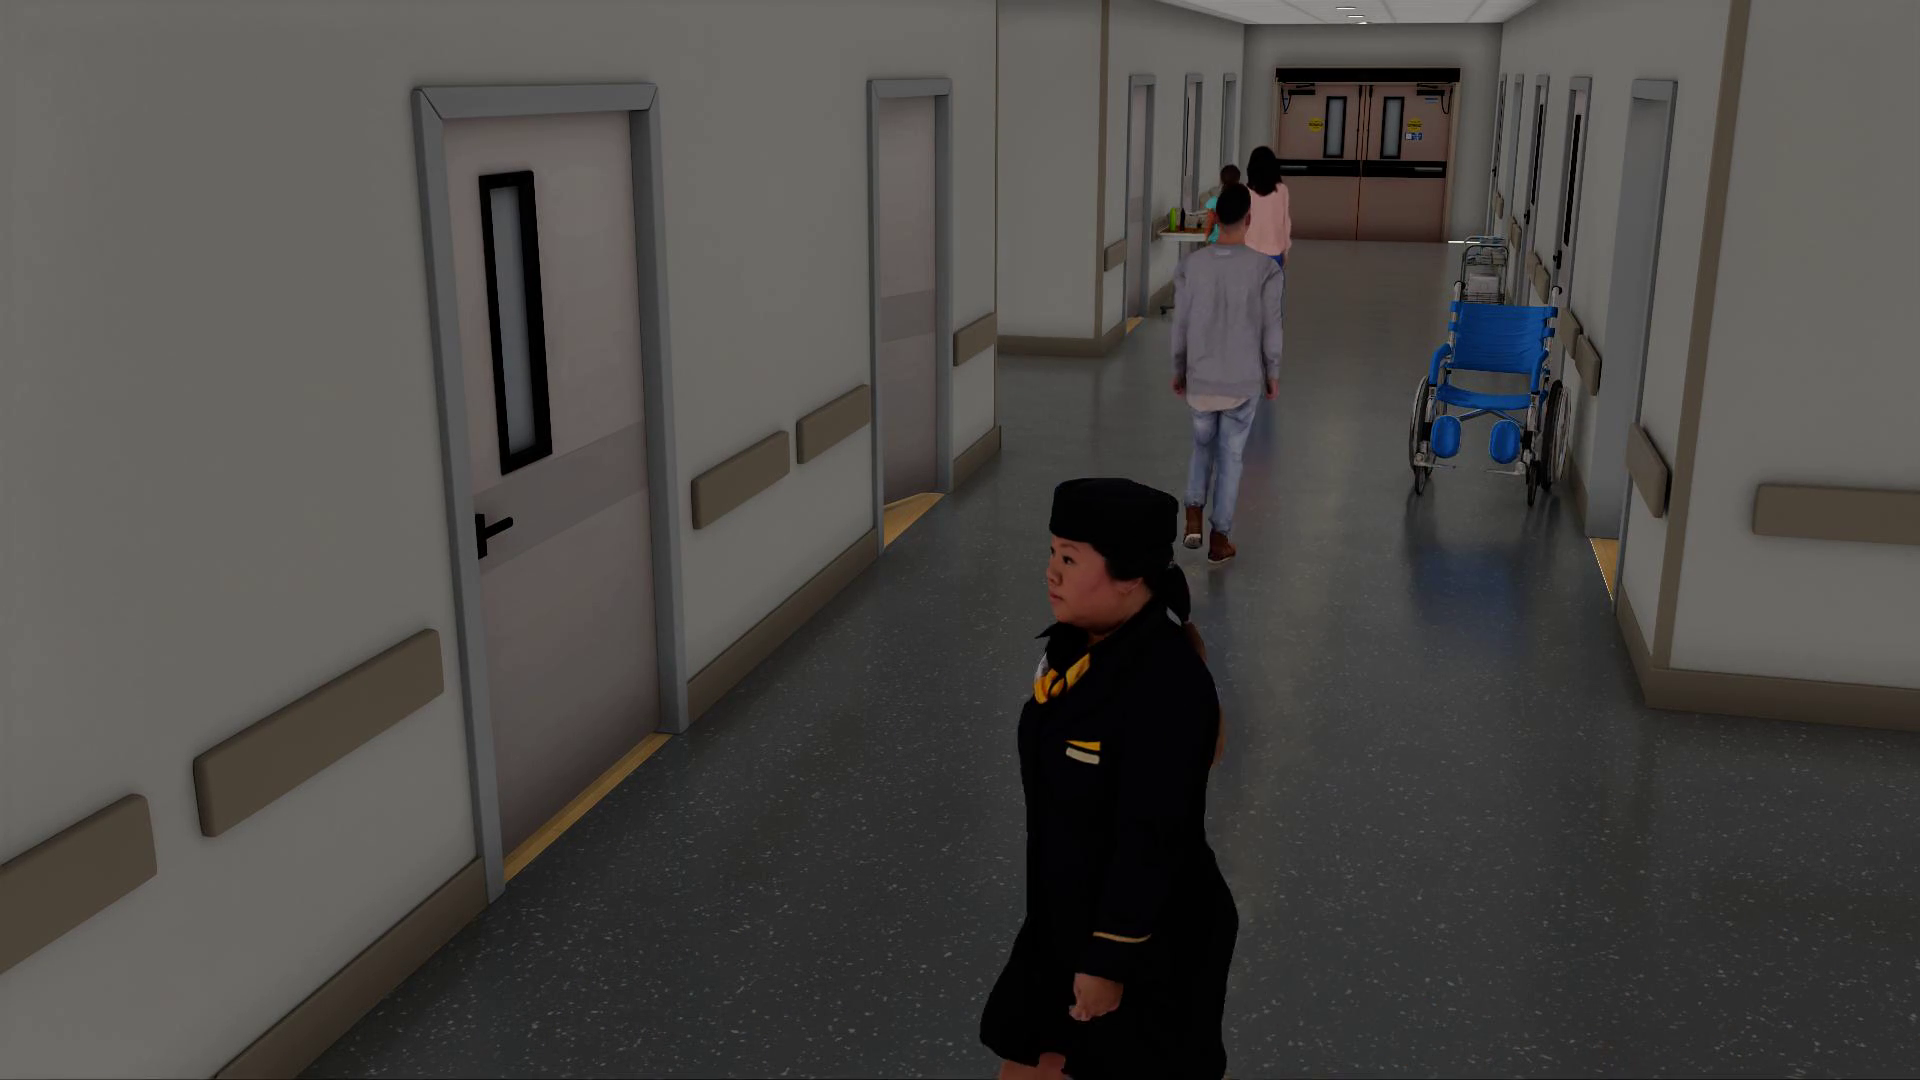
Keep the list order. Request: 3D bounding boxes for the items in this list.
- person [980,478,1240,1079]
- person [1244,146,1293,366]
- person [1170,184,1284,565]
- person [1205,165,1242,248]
[{"bbox_3d":[0.376,0.721,3.064,1.126,1.631,1.118,-6,17,-21],"label":"person"},{"bbox_3d":[2.457,-2.292,13.522,0.698,1.758,0.657,2,16,6],"label":"person"},{"bbox_3d":[1.252,-0.769,7.986,0.724,1.829,0.704,7,17,24],"label":"person"},{"bbox_3d":[2.338,-2.536,14.774,0.557,1.547,0.734,4,16,12],"label":"person"}]
